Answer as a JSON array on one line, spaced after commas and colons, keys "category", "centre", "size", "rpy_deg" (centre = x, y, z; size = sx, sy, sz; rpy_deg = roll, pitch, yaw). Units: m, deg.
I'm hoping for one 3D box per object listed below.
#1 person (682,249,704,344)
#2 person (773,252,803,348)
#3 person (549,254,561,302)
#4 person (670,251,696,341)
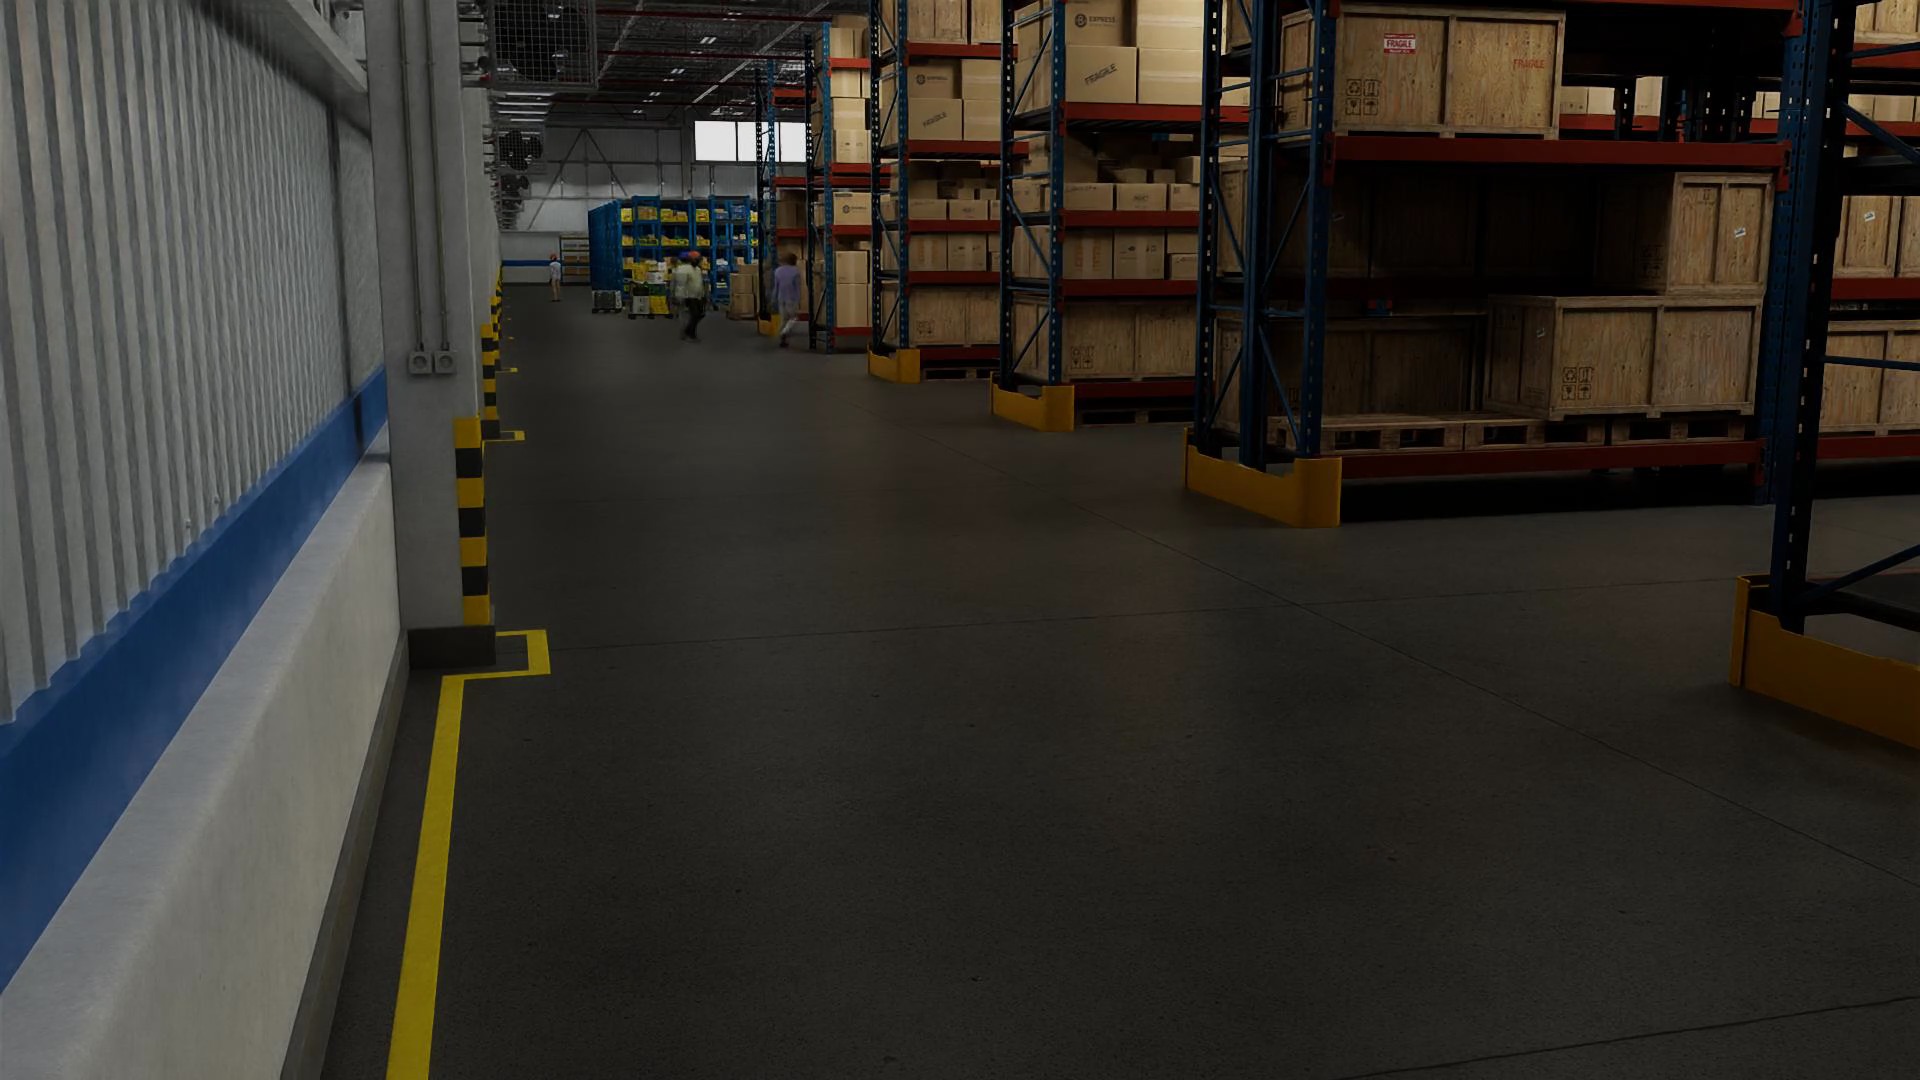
[{"category": "person", "centre": [-5.598, -5.085, 34.754], "size": [0.545, 1.968, 0.665], "rpy_deg": [4, 11, 24]}, {"category": "person", "centre": [-3.457, -4.780, 33.212], "size": [0.747, 1.914, 0.462], "rpy_deg": [4, 11, 23]}, {"category": "person", "centre": [-14.811, -9.565, 60.731], "size": [0.343, 1.747, 0.572], "rpy_deg": [5, 11, 26]}, {"category": "person", "centre": [-5.939, -5.288, 36.064], "size": [0.677, 1.908, 0.825], "rpy_deg": [-1, 10, -6]}]
